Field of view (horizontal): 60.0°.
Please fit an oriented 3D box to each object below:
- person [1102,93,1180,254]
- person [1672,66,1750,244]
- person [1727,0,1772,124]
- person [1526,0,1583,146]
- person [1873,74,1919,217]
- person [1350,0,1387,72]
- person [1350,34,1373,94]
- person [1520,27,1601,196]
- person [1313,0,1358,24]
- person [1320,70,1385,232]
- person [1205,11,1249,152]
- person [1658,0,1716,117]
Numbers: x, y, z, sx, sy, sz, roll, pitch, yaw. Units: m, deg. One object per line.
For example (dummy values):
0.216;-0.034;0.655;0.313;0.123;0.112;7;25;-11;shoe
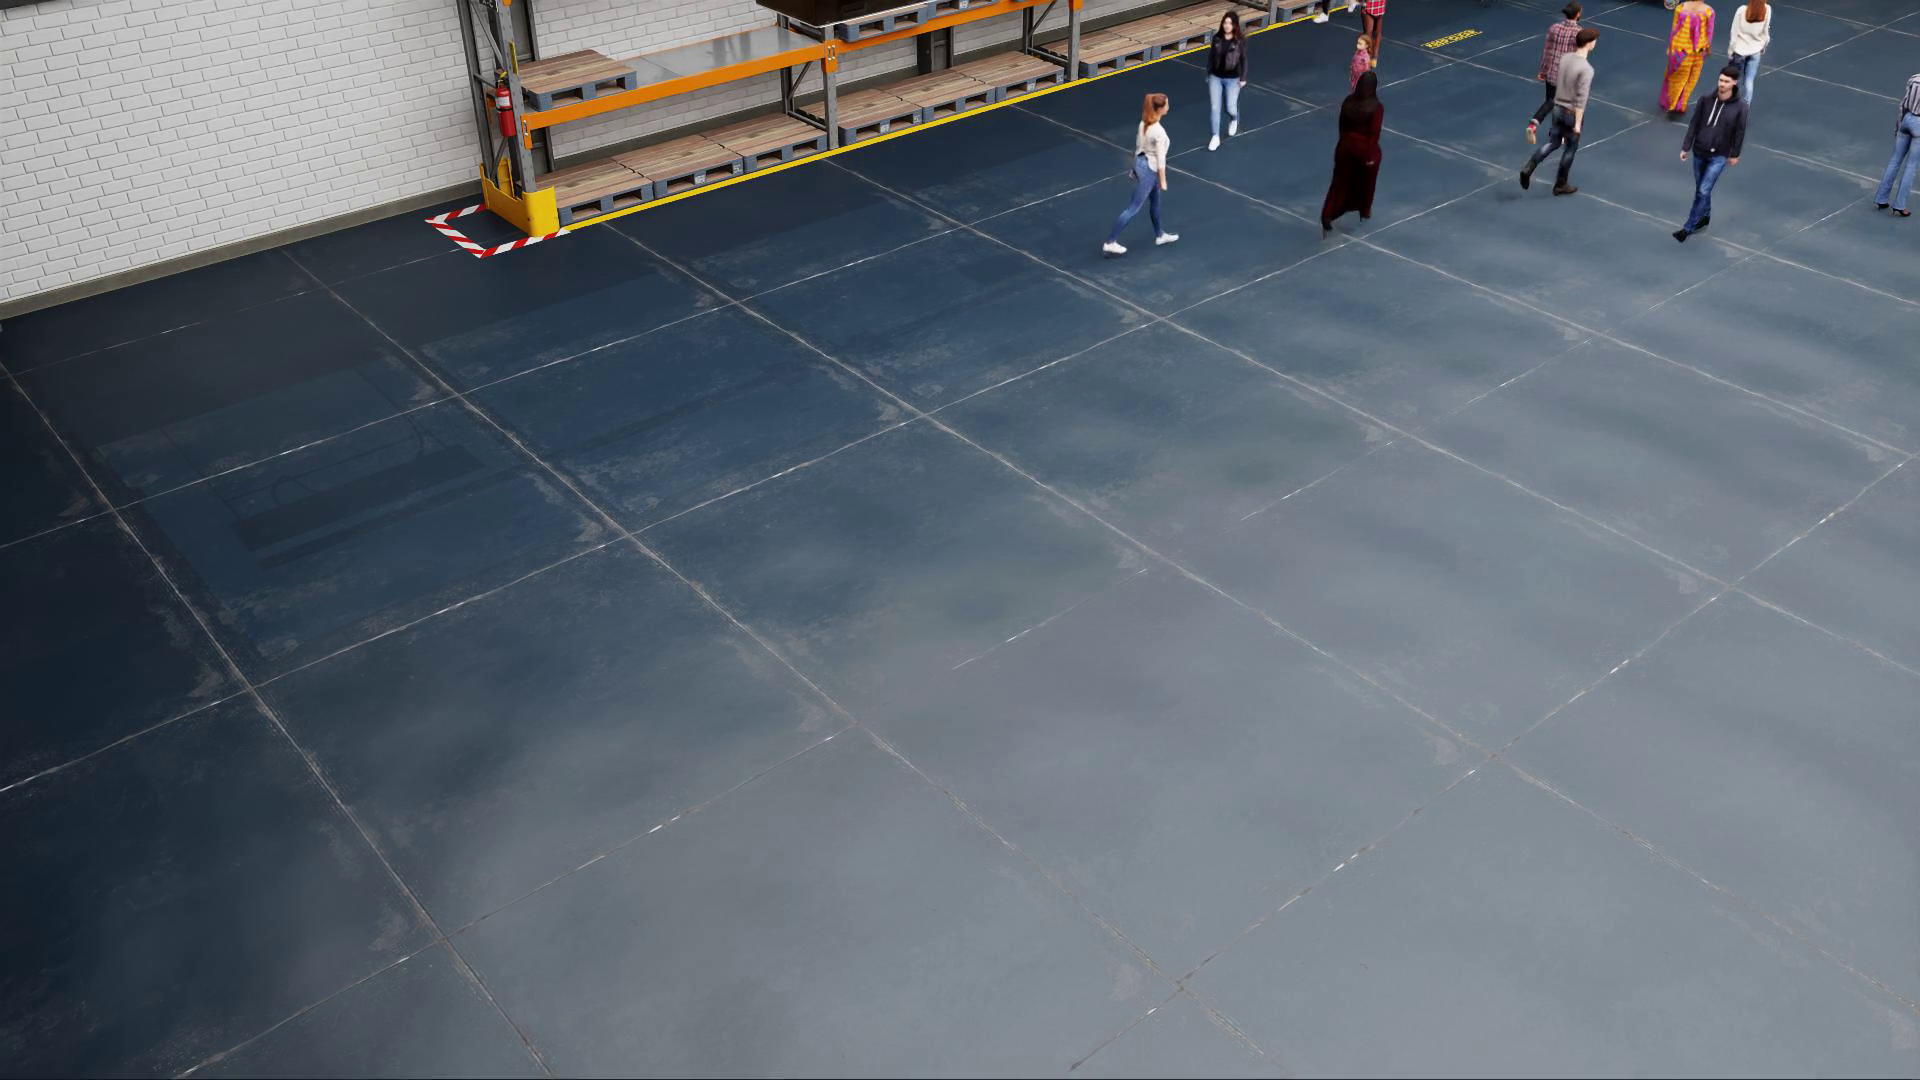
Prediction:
1.847;-3.735;17.162;1.204;1.673;0.949;-7;34;-10;person
7.960;-4.084;17.543;1.166;1.831;0.679;-26;42;-34;person
9.764;-6.006;20.598;1.067;1.652;1.177;10;35;14;person
7.112;-5.505;19.758;0.846;1.745;0.693;-24;40;-31;person
10.378;-4.425;18.089;0.640;1.795;0.686;-13;36;-18;person
5.543;-7.164;22.271;0.703;1.728;0.568;27;42;34;person
5.062;-5.858;20.947;0.679;1.018;0.536;-13;36;-18;person
6.662;-4.713;18.446;1.076;1.879;0.872;-12;36;-18;person
5.534;-8.415;24.129;1.035;1.754;0.671;-21;39;-28;person
4.146;-4.063;17.612;0.778;1.720;1.105;26;42;33;person
3.180;-5.514;19.883;0.824;1.622;0.922;14;36;20;person
9.127;-6.138;20.795;0.839;1.653;1.073;23;40;30;person
